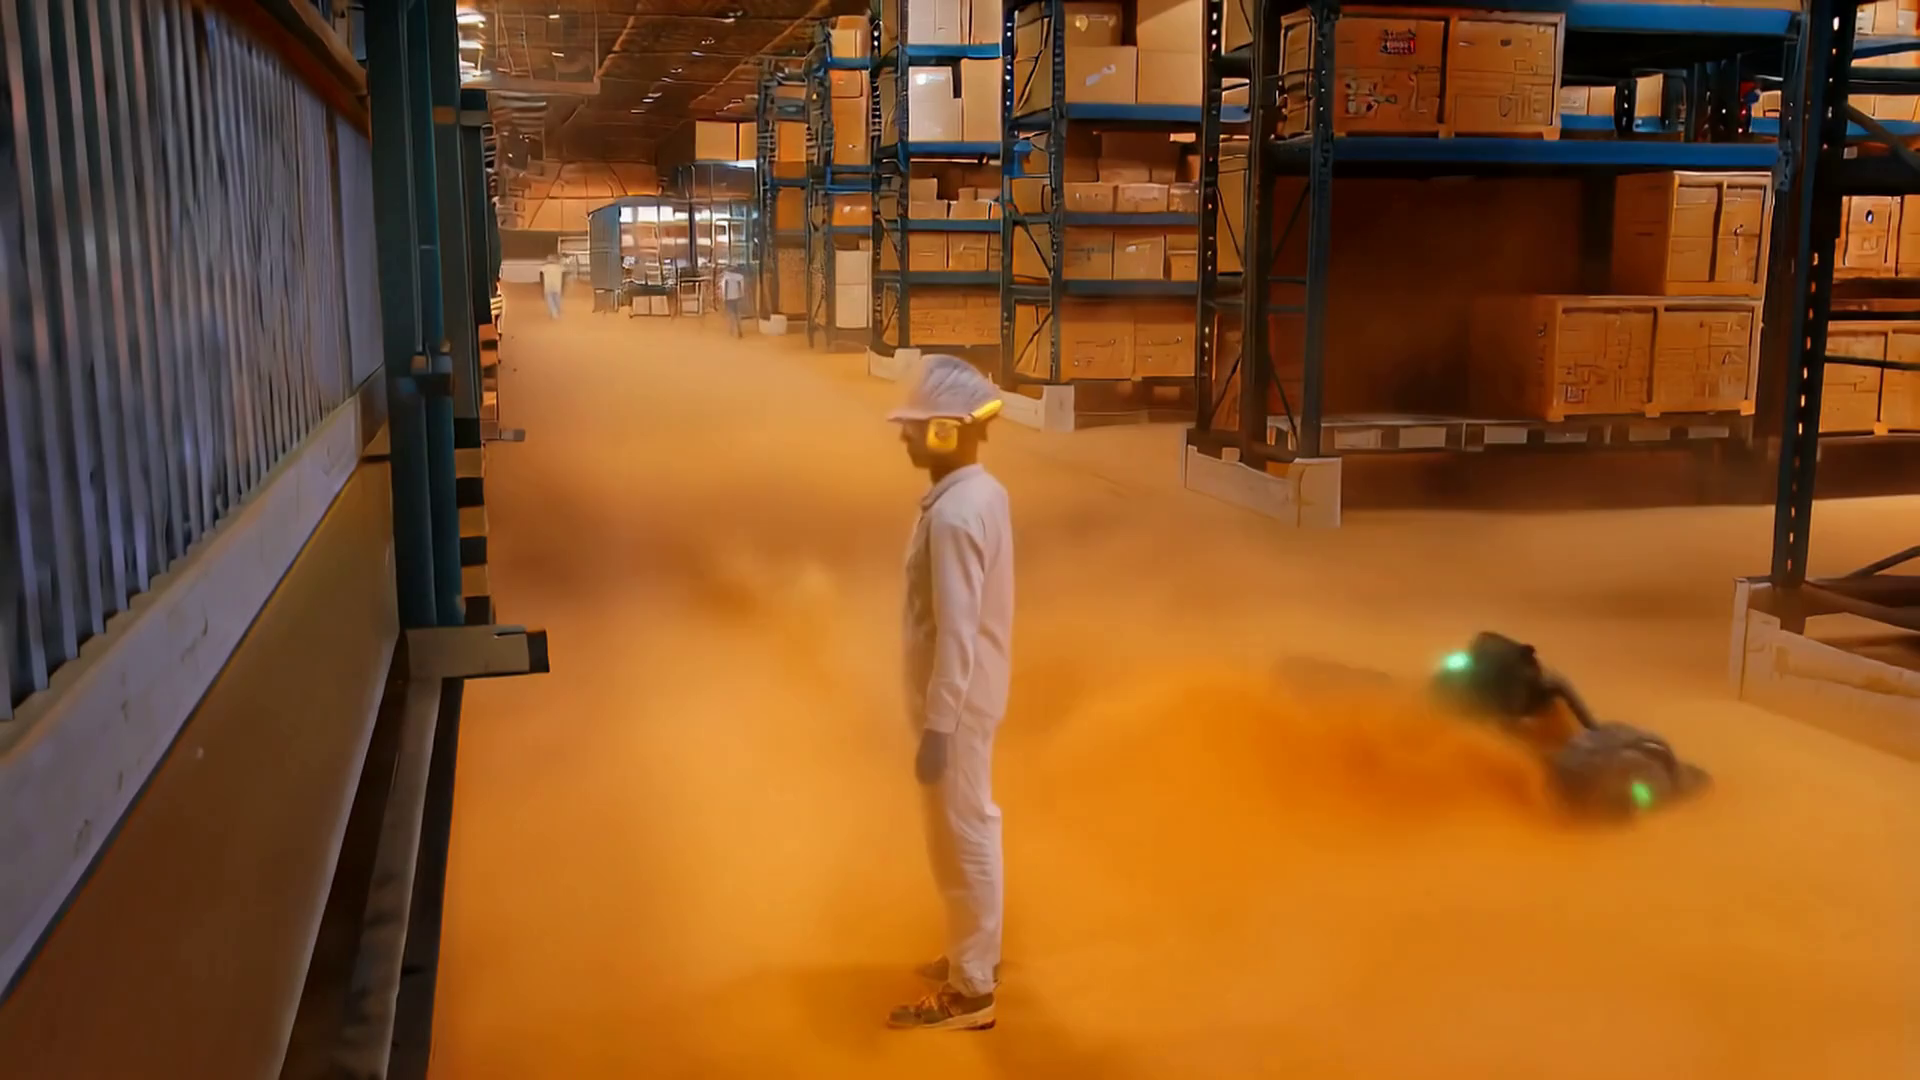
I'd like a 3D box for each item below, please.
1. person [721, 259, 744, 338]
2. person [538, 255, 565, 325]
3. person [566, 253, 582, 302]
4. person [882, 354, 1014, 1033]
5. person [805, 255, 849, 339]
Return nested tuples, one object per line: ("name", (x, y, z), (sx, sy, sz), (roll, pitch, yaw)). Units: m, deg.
("person", (-4.974, -5.289, 36.536), (0.524, 1.741, 0.757), (-3, 10, -16))
("person", (-10.579, -6.445, 42.929), (0.633, 1.788, 0.929), (-8, 13, -40))
("person", (-14.254, -9.715, 61.474), (0.581, 1.795, 1.008), (-1, 10, -4))
("person", (-0.034, 0.397, 4.316), (0.334, 1.749, 0.575), (1, 10, 8))
("person", (-2.889, -5.357, 36.532), (0.980, 1.884, 0.561), (-1, 10, -7))
